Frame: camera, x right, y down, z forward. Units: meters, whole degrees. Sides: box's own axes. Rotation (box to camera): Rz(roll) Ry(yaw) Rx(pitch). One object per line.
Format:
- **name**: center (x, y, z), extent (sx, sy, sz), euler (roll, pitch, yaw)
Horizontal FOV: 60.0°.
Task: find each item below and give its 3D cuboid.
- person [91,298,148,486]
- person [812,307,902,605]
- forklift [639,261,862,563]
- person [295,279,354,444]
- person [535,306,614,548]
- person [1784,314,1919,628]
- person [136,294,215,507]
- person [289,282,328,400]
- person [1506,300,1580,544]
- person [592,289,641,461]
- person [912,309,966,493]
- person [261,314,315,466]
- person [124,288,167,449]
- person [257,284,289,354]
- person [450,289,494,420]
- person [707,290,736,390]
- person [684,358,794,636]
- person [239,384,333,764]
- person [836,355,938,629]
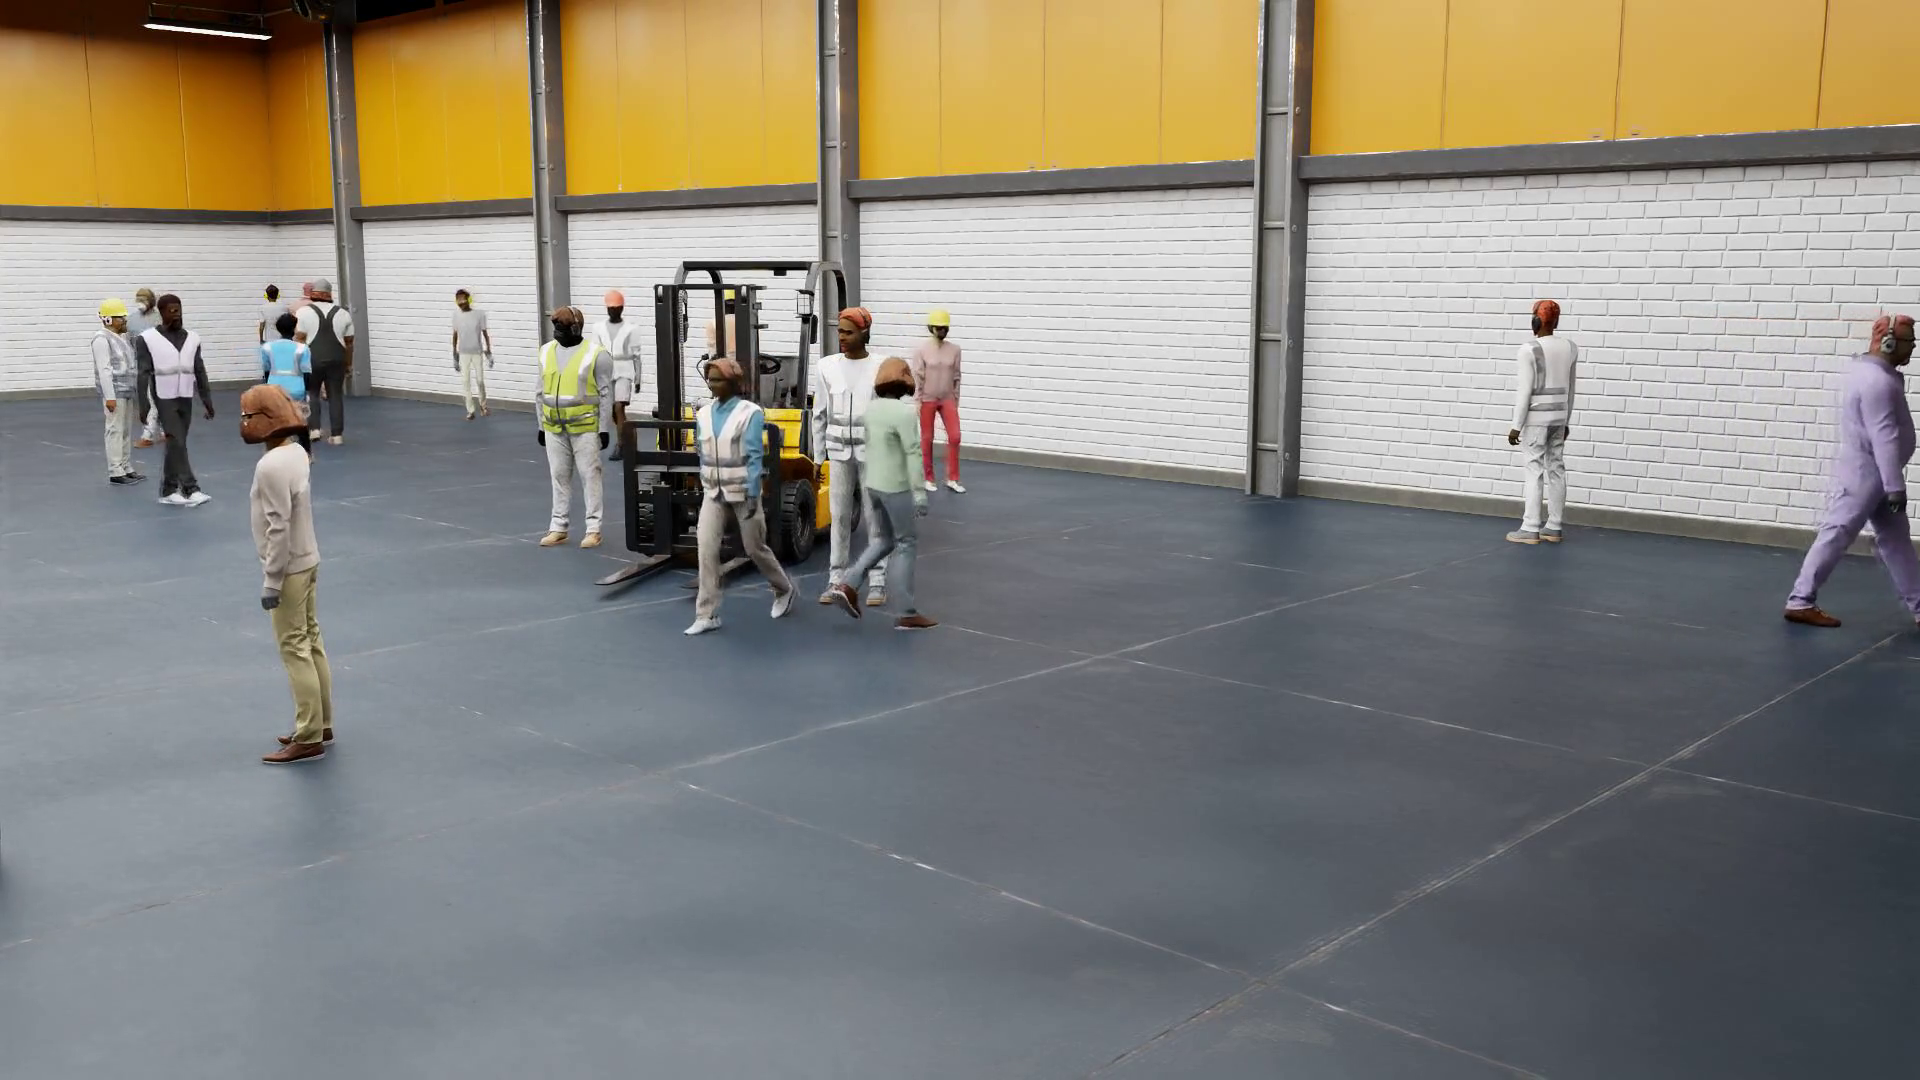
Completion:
- **person**: center (-8.263, -1.452, 16.352), extent (0.404, 1.832, 0.597), euler (-2, 9, -9)
- **person**: center (-0.651, -0.522, 10.494), extent (0.585, 1.882, 0.340), euler (2, 9, 12)
- **forklift**: center (-1.552, -1.040, 12.721), extent (1.214, 2.155, 2.313), euler (2, 9, 11)
- **person**: center (-7.687, -2.177, 20.159), extent (0.709, 2.000, 0.642), euler (-6, 11, -33)
- **person**: center (-2.952, -0.854, 12.676), extent (0.621, 1.840, 0.430), euler (3, 10, 16)
- **person**: center (5.382, -0.375, 9.676), extent (1.006, 1.848, 0.673), euler (5, 11, 28)
- **person**: center (-6.894, -1.228, 14.795), extent (0.883, 1.885, 0.620), euler (5, 10, 27)
- **person**: center (-10.417, -3.191, 26.787), extent (0.652, 1.906, 0.403), euler (-2, 9, -13)
- **person**: center (4.497, -0.906, 12.851), extent (0.572, 1.883, 0.355), euler (-4, 10, -25)
- **person**: center (-3.821, -1.867, 18.692), extent (0.538, 1.907, 0.910), euler (1, 9, 7)
- **person**: center (-0.198, -1.300, 15.710), extent (0.536, 1.745, 0.652), euler (-4, 10, -22)
- **person**: center (-7.090, -1.557, 17.537), extent (0.530, 1.653, 0.871), euler (-1, 9, -8)
- **person**: center (-9.712, -2.067, 19.920), extent (0.635, 1.906, 0.879), euler (3, 10, 16)
- **person**: center (-10.994, -3.152, 26.695), extent (0.513, 1.861, 0.331), euler (-7, 11, -35)
- **person**: center (-6.914, -2.633, 23.633), extent (0.591, 1.833, 0.775), euler (-1, 9, -8)
- **person**: center (-2.573, -1.886, 18.728), extent (0.587, 1.926, 0.368), euler (-6, 11, -31)
- **person**: center (-1.311, -0.278, 9.828), extent (0.509, 1.611, 0.781), euler (5, 11, 29)
- **person**: center (-2.911, 0.144, 7.177), extent (0.271, 1.631, 0.507), euler (-1, 9, -8)
- **person**: center (-0.438, -0.270, 9.768), extent (0.484, 1.621, 0.612), euler (-6, 11, -31)
